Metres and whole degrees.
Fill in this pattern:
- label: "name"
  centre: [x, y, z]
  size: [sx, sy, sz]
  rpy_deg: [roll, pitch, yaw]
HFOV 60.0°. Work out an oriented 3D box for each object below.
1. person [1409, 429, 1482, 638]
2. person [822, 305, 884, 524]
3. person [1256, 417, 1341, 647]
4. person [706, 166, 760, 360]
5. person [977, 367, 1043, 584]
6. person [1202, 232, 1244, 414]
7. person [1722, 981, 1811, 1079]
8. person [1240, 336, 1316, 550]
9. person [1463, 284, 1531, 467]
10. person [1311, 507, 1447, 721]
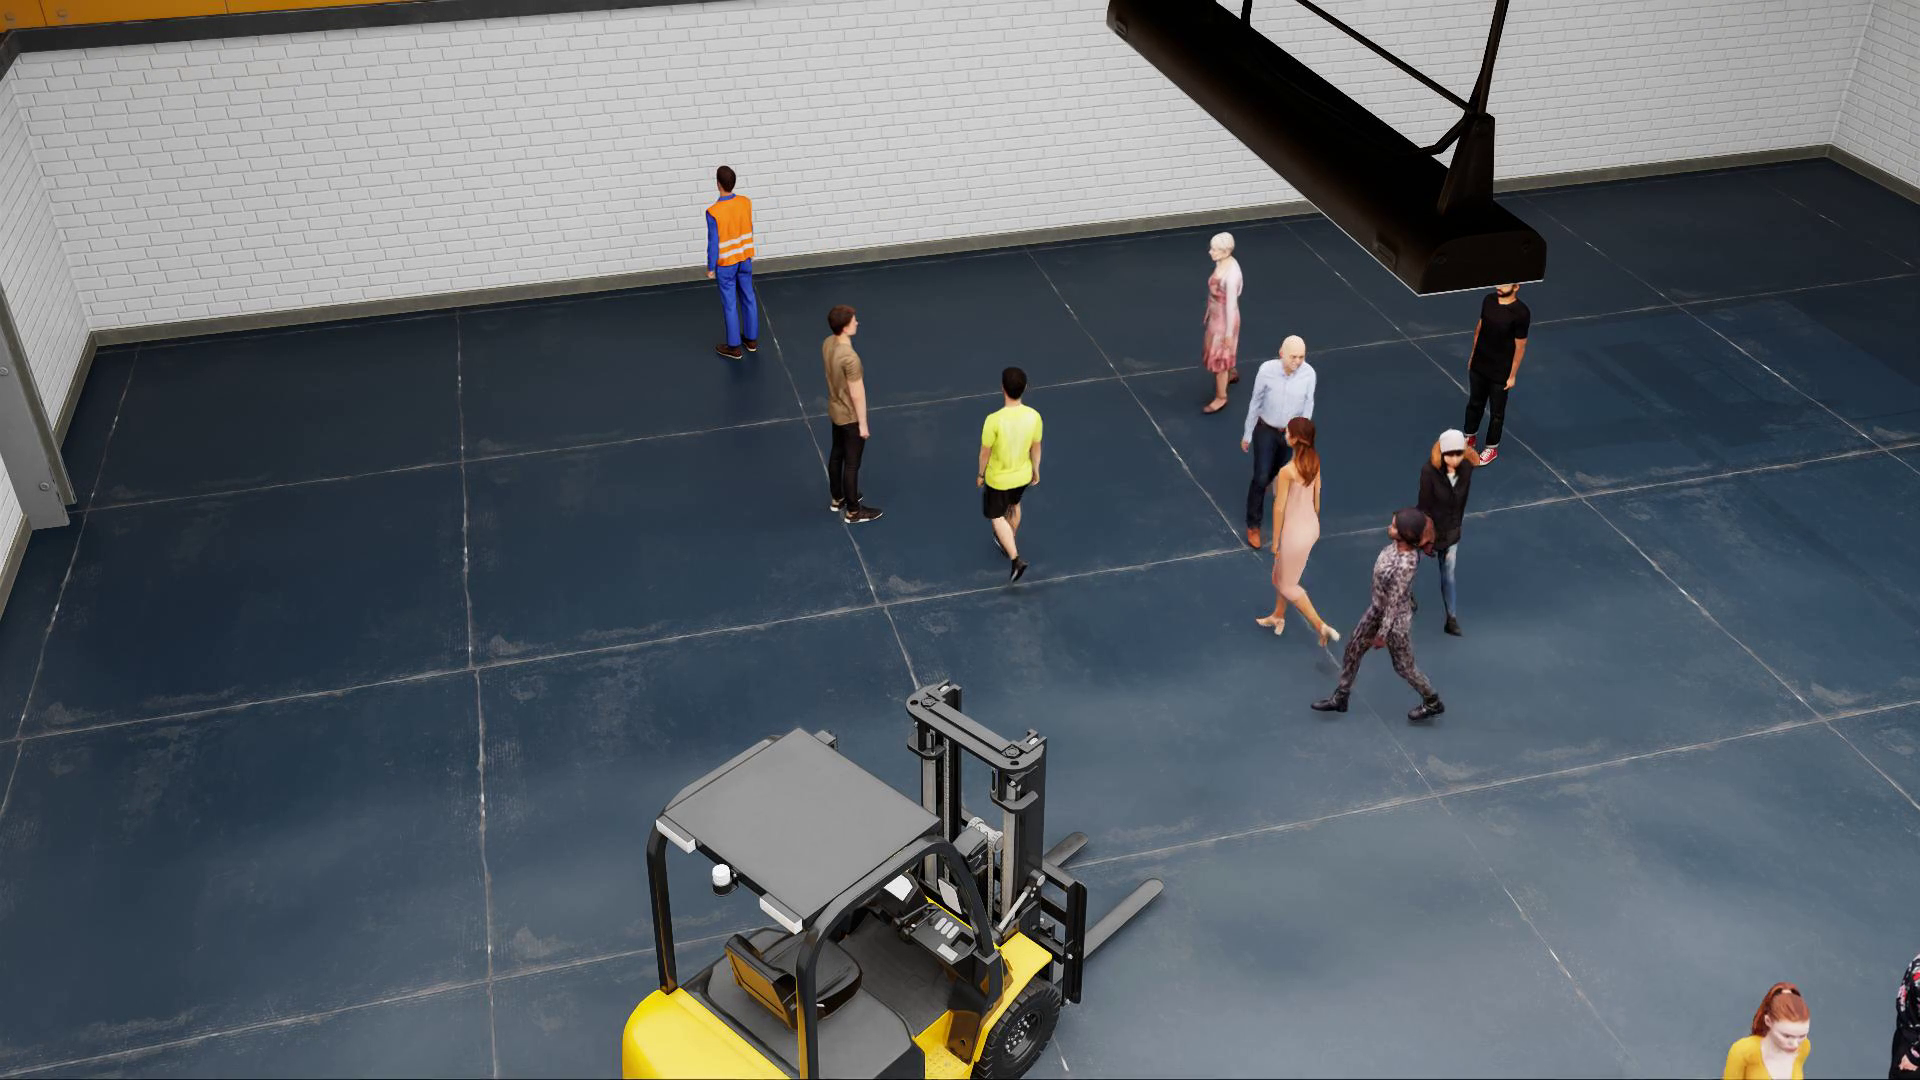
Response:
- label: "person"
  centre: [3.406, -0.129, 12.084]
  size: [0.658, 1.593, 1.003]
  rpy_deg: [-7, 34, -10]
- label: "person"
  centre: [-0.904, -1.010, 13.176]
  size: [0.778, 1.852, 0.600]
  rpy_deg: [-18, 38, -25]
- label: "person"
  centre: [2.423, 0.010, 11.684]
  size: [0.886, 1.804, 1.041]
  rpy_deg: [-24, 41, -32]
- label: "person"
  centre: [-2.130, -2.607, 15.567]
  size: [0.789, 1.864, 0.782]
  rpy_deg: [28, 43, 36]
- label: "person"
  centre: [0.392, -0.470, 12.514]
  size: [0.738, 1.686, 1.021]
  rpy_deg: [-14, 36, -20]
- label: "person"
  centre: [2.345, -1.949, 14.741]
  size: [0.923, 1.684, 0.713]
  rpy_deg: [-3, 34, -5]
- label: "person"
  centre: [3.588, 2.667, 7.768]
  size: [0.661, 1.716, 1.078]
  rpy_deg: [-7, 34, -10]
- label: "person"
  centre: [2.480, -0.844, 13.008]
  size: [0.889, 1.761, 1.132]
  rpy_deg: [4, 34, 6]
- label: "person"
  centre: [4.487, -1.474, 13.960]
  size: [0.751, 1.758, 0.608]
  rpy_deg: [-21, 39, -28]
- label: "person"
  centre: [2.937, 0.548, 10.991]
  size: [0.914, 1.677, 1.135]
  rpy_deg: [3, 34, 5]
